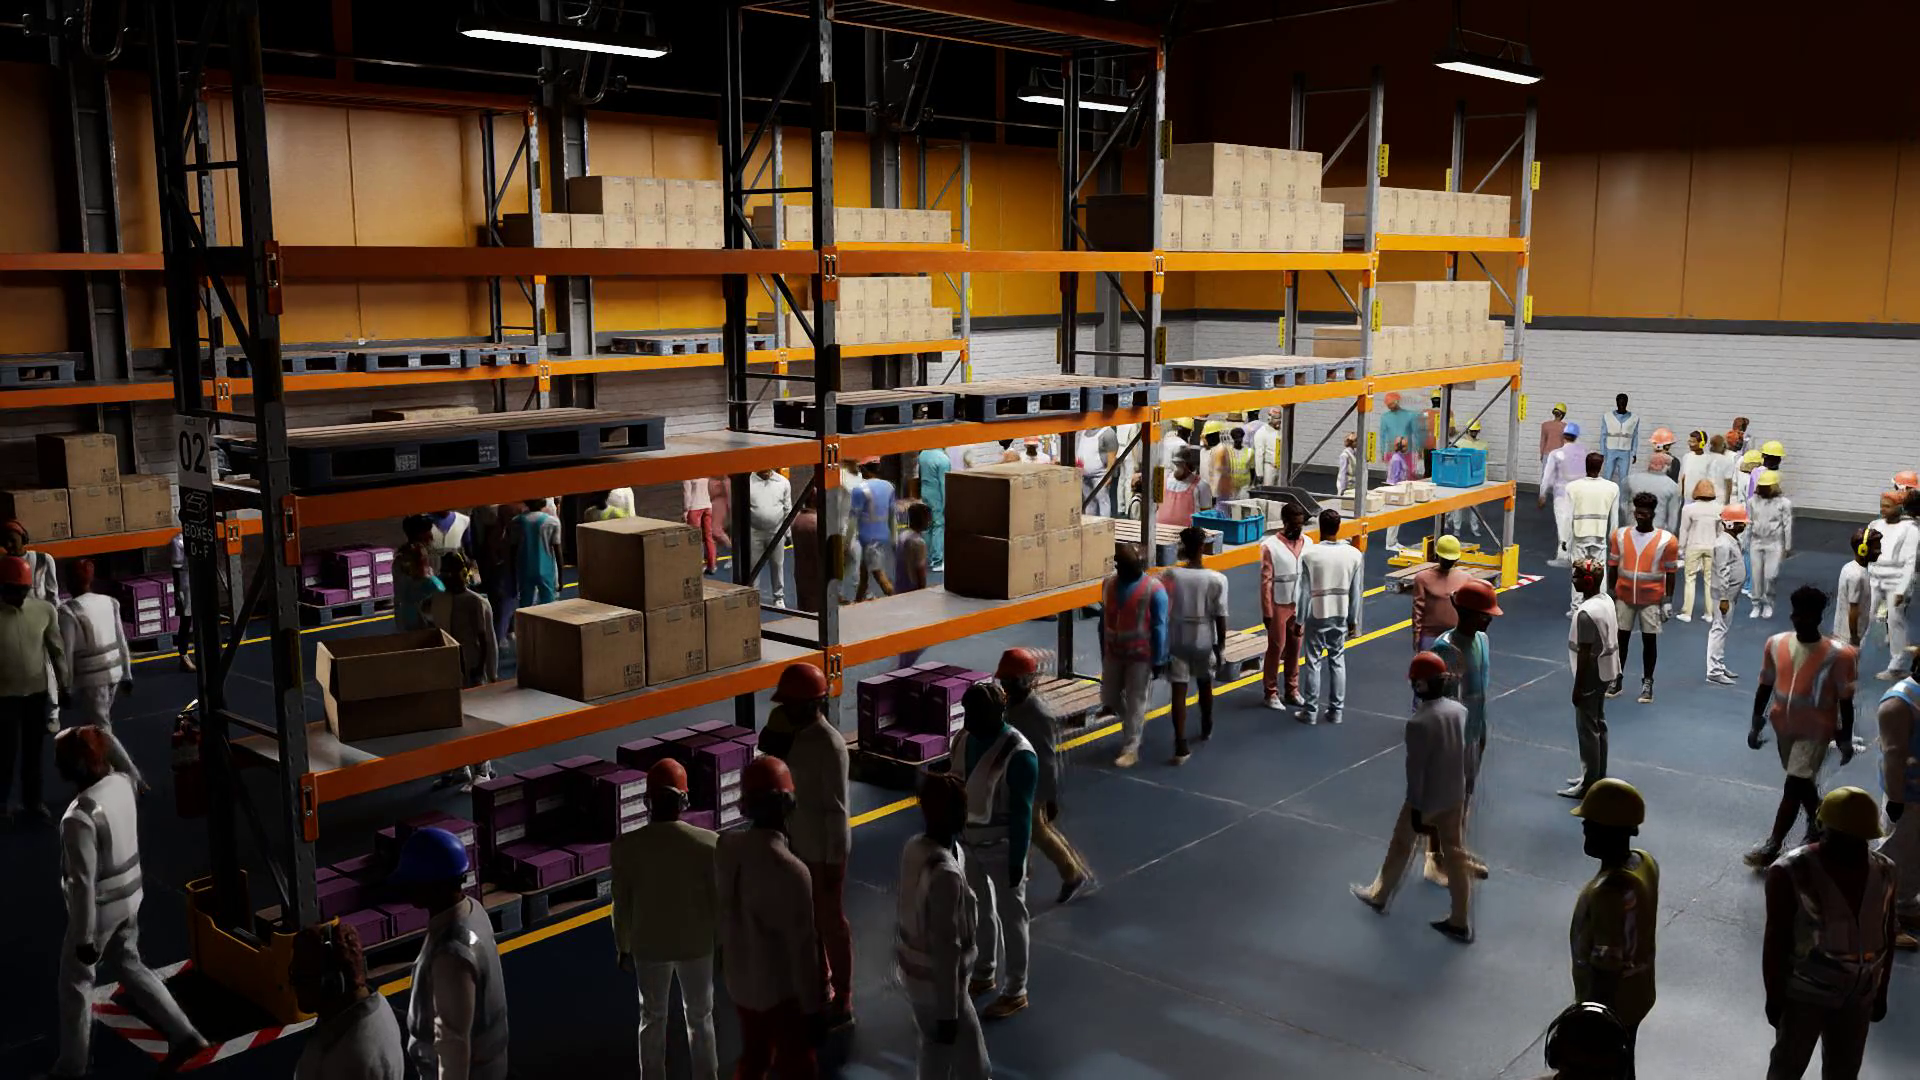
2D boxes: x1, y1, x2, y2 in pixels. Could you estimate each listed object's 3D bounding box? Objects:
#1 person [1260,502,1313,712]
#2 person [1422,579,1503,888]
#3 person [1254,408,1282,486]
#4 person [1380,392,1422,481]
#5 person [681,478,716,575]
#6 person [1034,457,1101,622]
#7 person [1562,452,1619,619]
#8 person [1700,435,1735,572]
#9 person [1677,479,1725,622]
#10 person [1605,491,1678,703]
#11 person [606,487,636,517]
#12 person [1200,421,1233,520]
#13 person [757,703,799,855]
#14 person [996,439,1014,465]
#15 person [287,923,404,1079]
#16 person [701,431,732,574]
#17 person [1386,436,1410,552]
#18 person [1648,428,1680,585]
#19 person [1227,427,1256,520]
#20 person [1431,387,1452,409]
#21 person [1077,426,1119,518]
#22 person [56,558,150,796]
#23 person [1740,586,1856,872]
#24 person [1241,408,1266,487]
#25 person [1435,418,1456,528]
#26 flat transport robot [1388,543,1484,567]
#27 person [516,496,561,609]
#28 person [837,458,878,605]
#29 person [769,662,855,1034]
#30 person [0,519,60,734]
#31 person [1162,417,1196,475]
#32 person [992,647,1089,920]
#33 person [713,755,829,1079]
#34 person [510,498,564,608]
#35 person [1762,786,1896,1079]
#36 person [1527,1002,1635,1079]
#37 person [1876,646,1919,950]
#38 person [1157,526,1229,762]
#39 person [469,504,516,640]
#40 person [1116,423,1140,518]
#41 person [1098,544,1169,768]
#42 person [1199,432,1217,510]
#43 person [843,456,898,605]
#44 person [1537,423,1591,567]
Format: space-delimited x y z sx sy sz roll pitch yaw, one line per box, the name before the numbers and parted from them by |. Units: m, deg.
person | 2.960 0.598 15.124 0.597 1.909 0.405 -6 11 -32
person | 3.296 1.251 10.866 0.613 2.031 0.407 -9 13 -44
person | 4.698 -1.042 24.946 0.654 1.897 0.403 -7 12 -37
person | 7.289 -1.458 27.311 0.784 1.950 0.404 4 10 21
person | -3.388 -0.392 21.448 0.328 1.765 0.528 8 12 39
person | 1.259 0.006 18.694 0.926 1.889 0.566 1 10 8
person | 7.143 -0.034 18.856 0.597 1.916 0.371 1 10 9
person | 9.901 -0.468 21.791 0.452 1.803 0.593 -5 11 -28
person | 8.366 0.124 18.785 0.505 1.628 0.273 1 10 4
person | 6.292 0.521 15.395 0.607 1.966 0.373 7 12 37
person | -3.881 0.013 18.843 0.430 1.830 0.651 0 10 0
person | 3.508 -0.699 22.892 0.678 1.889 0.633 1 10 5
person | -0.937 1.717 8.962 0.320 1.737 0.488 1 10 8
person | 0.663 -0.769 23.900 0.318 1.696 0.536 -1 10 -9
person | -2.061 2.199 5.601 0.399 1.900 0.635 -4 10 -22
person | -3.199 -0.489 21.678 0.690 1.884 0.511 8 12 40
person | 6.148 -0.650 23.393 0.313 1.631 0.523 3 10 18
person | 8.750 -0.403 20.819 0.611 1.997 0.375 -8 13 -41
person | 4.034 -0.822 24.242 0.547 1.679 0.387 1 10 3
person | 8.322 -1.719 28.902 0.372 1.932 0.628 2 10 11
person | 1.952 -1.004 24.278 0.536 2.000 0.673 -7 12 -35
person | -6.444 1.057 12.570 0.698 1.858 0.594 2 10 11
person | 5.648 1.250 11.195 1.027 1.914 0.628 -6 11 -30
person | 4.574 -1.216 25.938 0.592 1.912 0.399 -8 12 -38
person | 7.443 -1.031 25.379 0.494 1.725 0.482 -6 11 -34
flat transport robot | 6.438 0.185 22.456 0.652 0.197 1.431 9 13 44
person | -4.959 -0.154 19.207 0.674 2.000 0.537 -8 13 -41
person | -1.182 -0.133 19.497 0.978 1.893 0.643 7 12 35
person | -0.788 1.617 8.814 0.414 1.986 0.637 -5 11 -29
person | -8.063 0.748 14.316 0.584 1.879 0.369 -3 10 -19
person | 3.042 -0.816 23.611 0.586 1.885 0.646 -4 10 -21
person | 0.457 1.491 10.353 0.836 1.719 0.573 -4 10 -22
person | -0.830 1.911 7.127 0.494 1.965 0.685 -8 12 -39
person | -4.261 0.357 16.776 0.524 1.836 0.359 0 10 -3
person | 3.807 1.951 7.292 0.595 1.823 0.403 -1 10 -6
person | 1.816 2.280 4.980 0.635 1.936 0.350 -1 10 -4
person | 5.728 1.502 9.932 0.621 1.837 0.429 -6 11 -34
person | 1.912 0.822 13.788 0.612 1.899 1.060 2 10 10
person | -4.967 0.114 17.604 0.538 2.000 0.684 1 10 4
person | 2.668 -1.271 26.478 0.390 1.838 0.563 -4 10 -22
person | 1.385 0.921 13.447 0.629 1.827 0.476 7 12 37
person | 3.643 -0.797 24.308 0.314 1.621 0.514 -4 10 -22
person | -0.949 -0.016 18.600 1.074 1.980 0.628 6 11 34
person | 8.116 -0.619 22.418 0.689 1.888 0.901 -2 10 -10
